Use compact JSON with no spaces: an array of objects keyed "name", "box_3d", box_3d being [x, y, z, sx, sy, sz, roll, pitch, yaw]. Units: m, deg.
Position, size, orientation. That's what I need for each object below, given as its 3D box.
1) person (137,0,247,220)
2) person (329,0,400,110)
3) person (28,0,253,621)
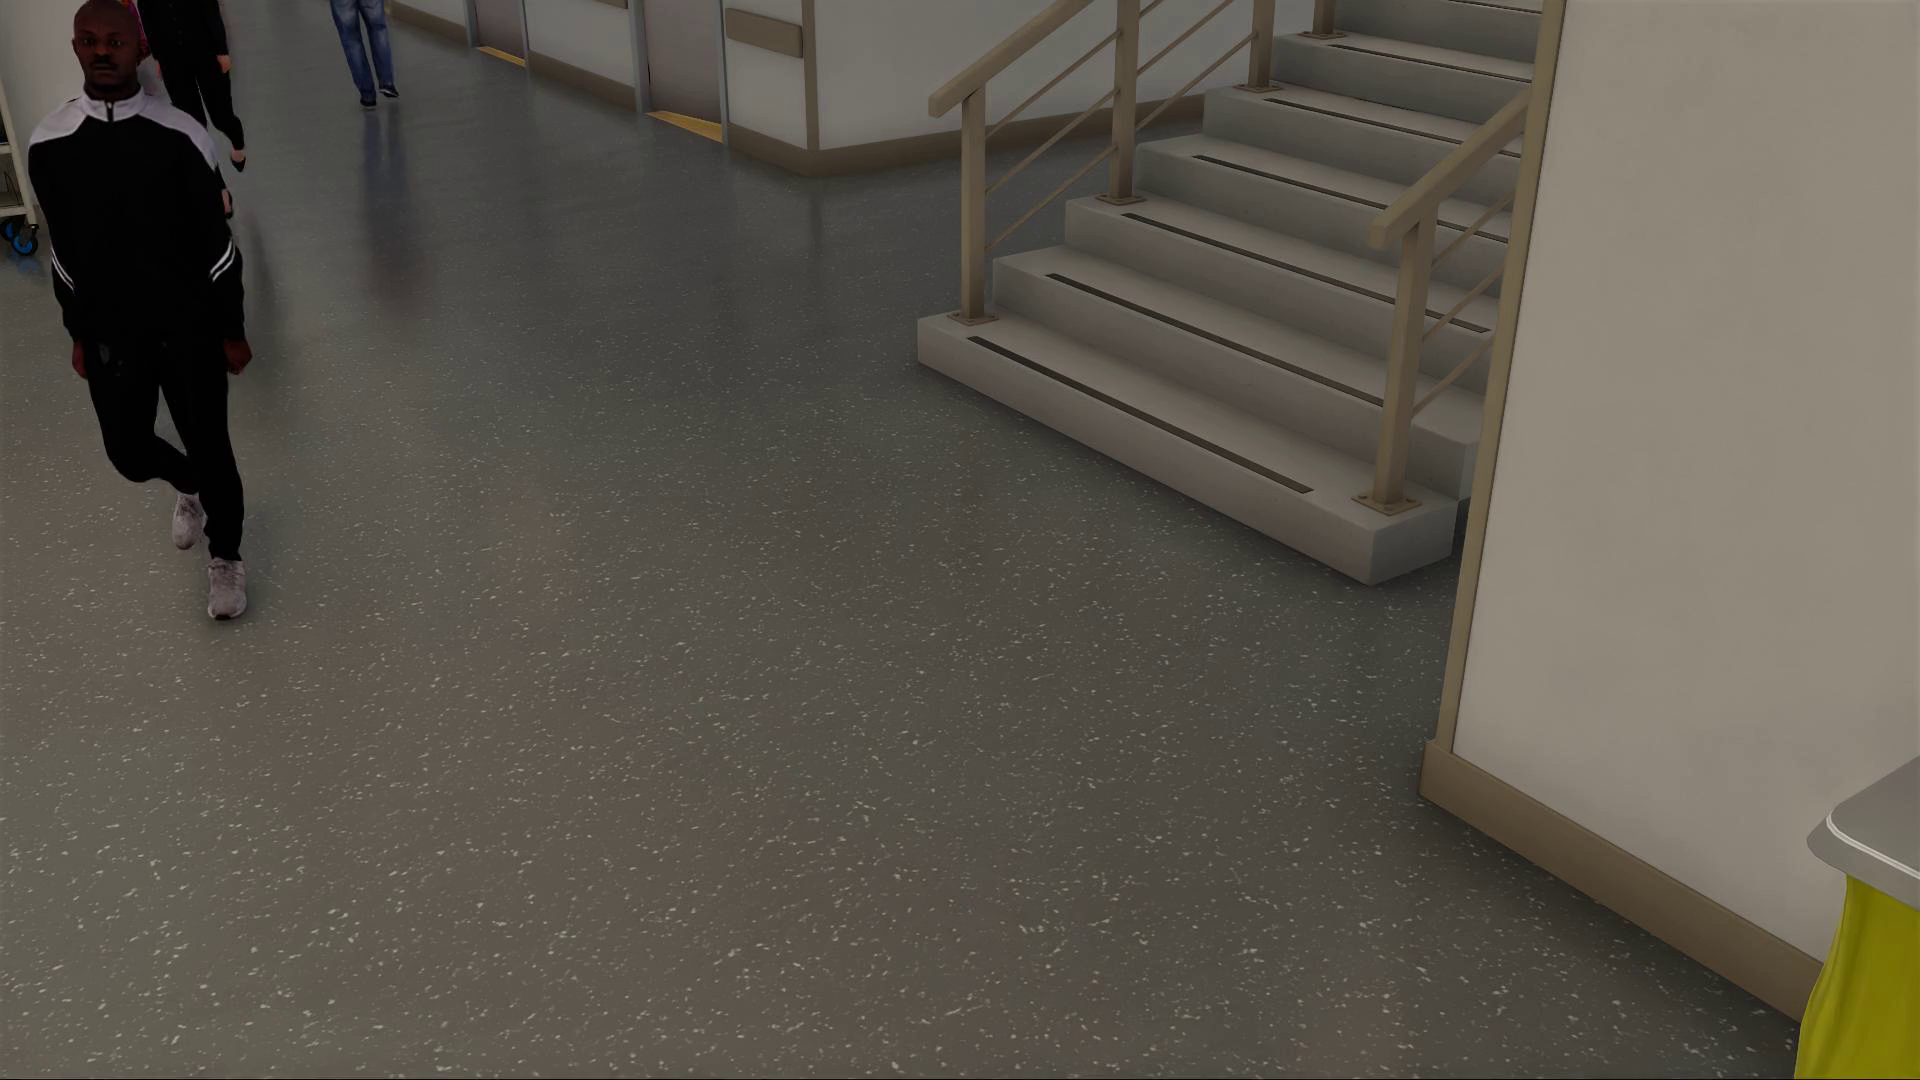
[{"name":"person","box_3d":[-4.204,-2.623,9.137,0.932,1.691,0.897,-4,26,-8]},{"name":"person","box_3d":[-4.321,-3.994,11.811,0.604,1.837,0.759,-11,28,-21]},{"name":"person","box_3d":[-2.395,-0.686,4.984,0.929,1.809,0.931,-5,26,-9]}]
